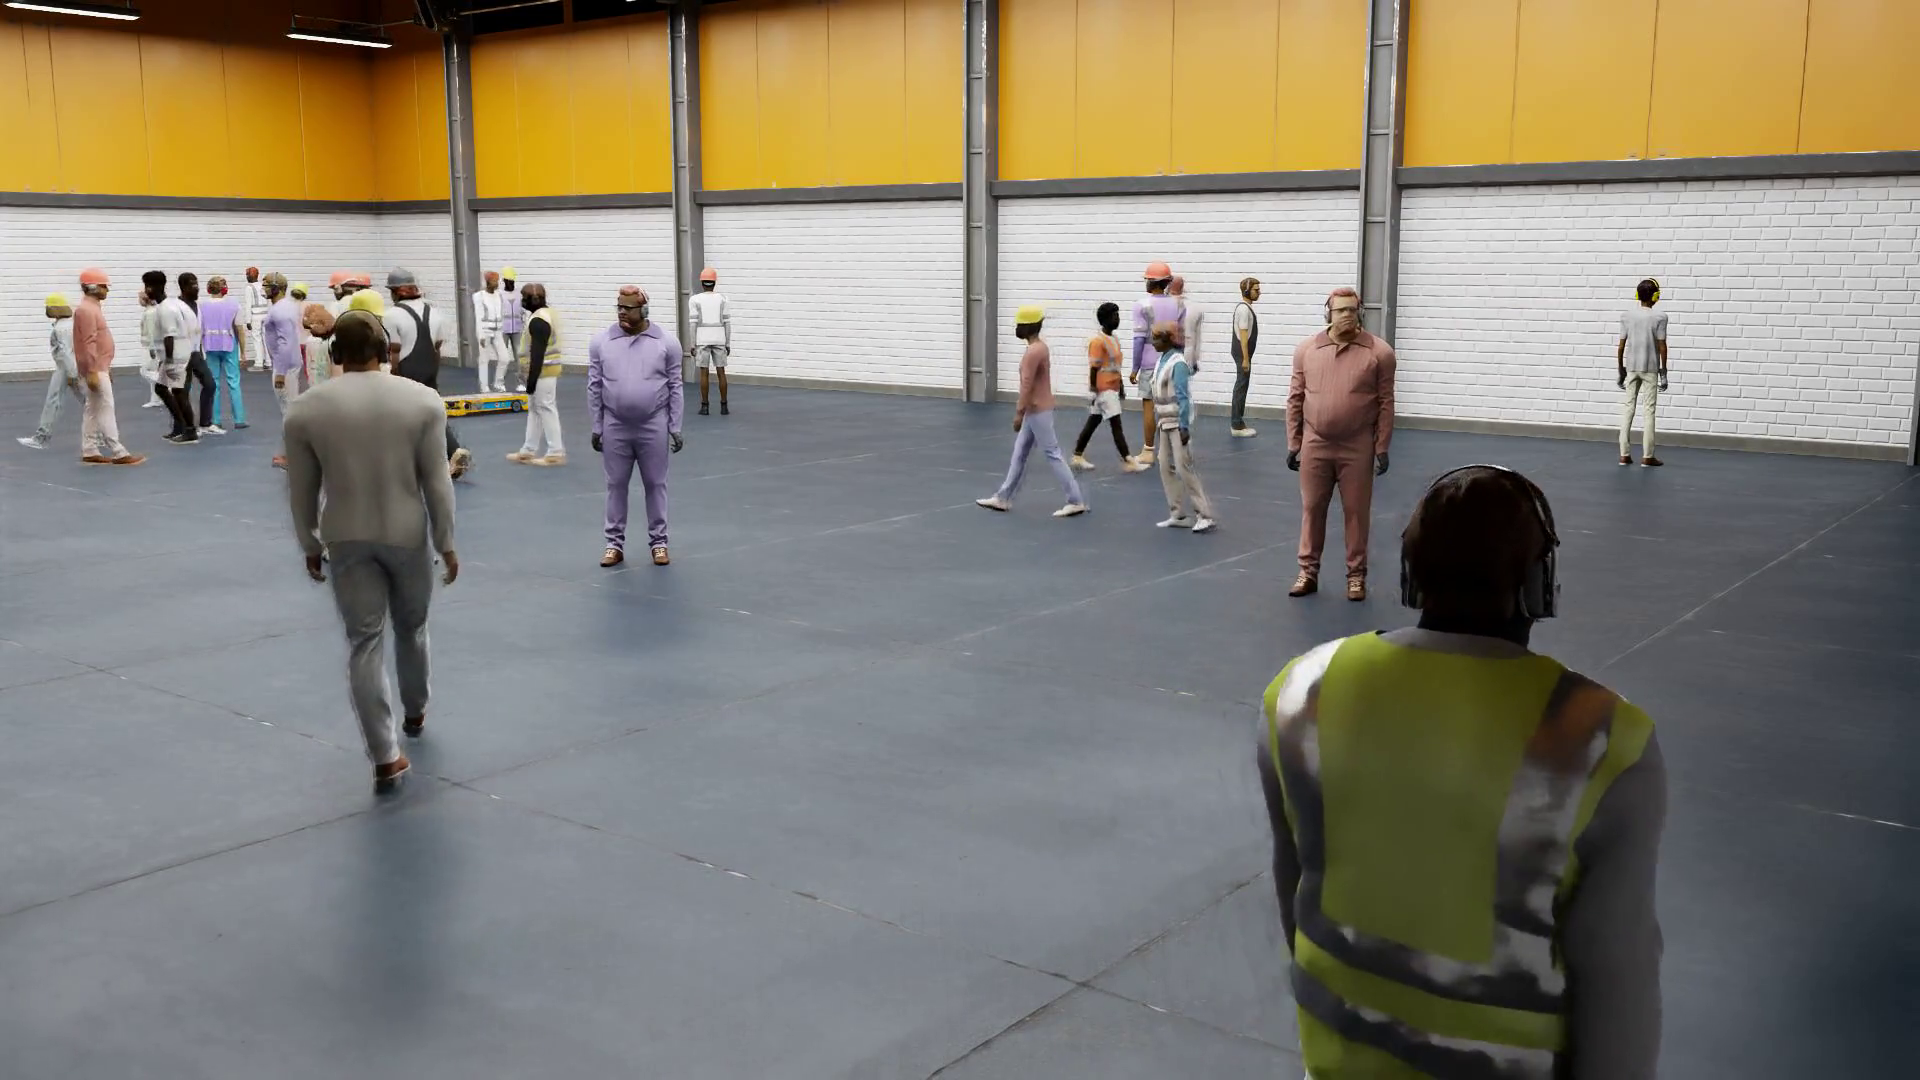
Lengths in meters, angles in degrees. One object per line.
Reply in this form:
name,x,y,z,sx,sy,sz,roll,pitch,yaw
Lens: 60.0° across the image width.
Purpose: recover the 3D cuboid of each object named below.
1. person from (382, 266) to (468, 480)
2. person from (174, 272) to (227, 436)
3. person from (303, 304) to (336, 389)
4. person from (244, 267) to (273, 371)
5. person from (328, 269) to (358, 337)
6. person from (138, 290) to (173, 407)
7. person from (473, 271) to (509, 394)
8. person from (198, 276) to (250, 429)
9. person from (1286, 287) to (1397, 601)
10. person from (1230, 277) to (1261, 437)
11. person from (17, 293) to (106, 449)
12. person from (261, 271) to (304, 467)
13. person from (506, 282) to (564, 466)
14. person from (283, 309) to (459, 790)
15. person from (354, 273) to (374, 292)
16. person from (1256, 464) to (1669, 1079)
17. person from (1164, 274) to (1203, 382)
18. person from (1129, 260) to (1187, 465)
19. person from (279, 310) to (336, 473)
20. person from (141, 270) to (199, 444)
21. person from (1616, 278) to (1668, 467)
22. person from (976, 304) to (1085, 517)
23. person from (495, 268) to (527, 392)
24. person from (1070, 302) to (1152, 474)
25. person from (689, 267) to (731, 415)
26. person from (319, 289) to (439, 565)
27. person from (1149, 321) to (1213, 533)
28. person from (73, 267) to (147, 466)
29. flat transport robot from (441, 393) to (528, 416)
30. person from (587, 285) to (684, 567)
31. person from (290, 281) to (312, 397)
person,-5.036,-1.544,15.393,0.886,2.000,0.687,5,11,27
person,-8.849,-2.136,19.249,0.703,1.892,0.628,0,10,0
person,-6.170,-1.459,16.078,0.279,1.634,0.498,0,10,3
person,-12.725,-3.994,30.134,0.344,1.879,0.577,3,10,17
person,-6.158,-1.767,16.916,0.581,1.961,0.646,3,10,19
person,-11.124,-2.631,22.915,0.390,1.625,0.524,-3,10,-18
person,-6.790,-2.956,24.104,0.533,1.865,0.604,7,12,35
person,-8.939,-2.257,20.106,0.564,1.846,0.393,-2,10,-10
person,2.308,-0.581,10.174,0.653,1.907,0.408,4,11,23
person,3.314,-2.122,19.329,0.327,1.844,0.514,1,10,9
person,-9.774,-1.838,18.119,0.915,1.694,0.492,-2,10,-12
person,-6.739,-1.696,16.572,0.371,1.940,0.627,-3,10,-18
person,-4.247,-1.639,16.580,0.554,1.841,0.649,-2,10,-11
person,-2.400,0.005,6.841,0.638,1.877,1.040,-3,10,-17
person,-8.193,-2.672,22.483,0.558,1.879,1.048,6,11,29
person,0.812,0.775,2.578,0.638,1.797,0.938,9,13,41
person,2.378,-1.999,18.494,0.649,1.893,0.444,-3,10,-16
person,1.971,-1.769,16.681,0.615,2.047,0.357,-5,11,-27
person,-5.935,-1.338,15.504,0.851,1.581,0.498,-4,10,-21
person,-8.763,-2.017,18.452,0.519,1.933,0.635,-4,10,-21
person,6.815,-1.667,16.602,0.328,1.874,0.521,-10,14,-44
person,0.601,-1.043,13.430,0.935,1.714,0.535,2,10,11
person,-6.874,-3.200,25.487,0.630,1.900,0.636,-7,12,-36
person,1.436,-1.463,16.058,0.861,1.647,0.544,4,11,23
person,-3.287,-2.607,21.877,0.547,1.939,0.376,-3,10,-15
person,-4.038,-0.743,11.227,0.973,1.889,0.595,4,11,24
person,1.674,-0.867,12.729,0.447,1.610,0.570,-2,10,-12
person,-8.520,-1.708,16.540,0.497,1.994,0.624,-5,11,-27
flat transport robot,-6.367,-1.821,22.149,0.652,0.197,1.431,8,12,37
person,-2.195,-0.765,11.265,0.641,1.904,0.401,-1,10,-4
person,-9.041,-2.665,22.790,0.553,1.743,0.550,-5,11,-28
